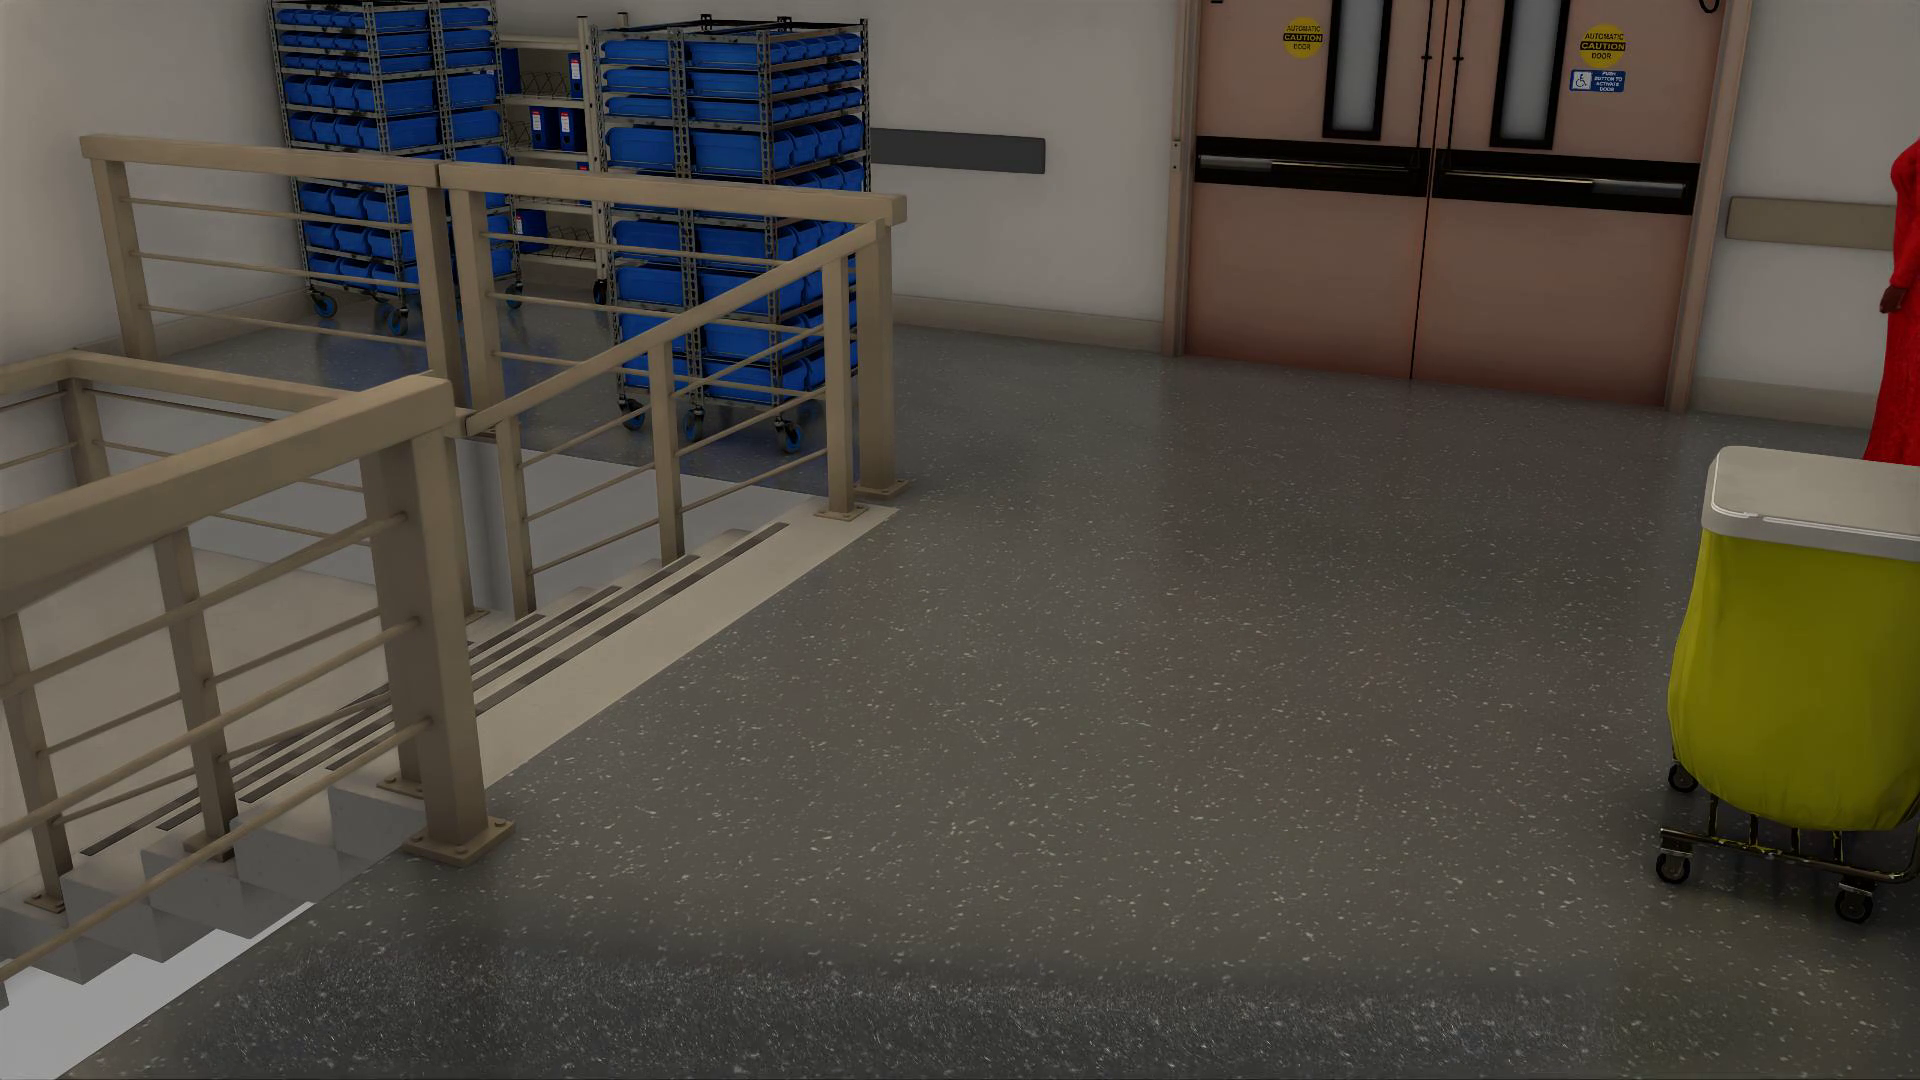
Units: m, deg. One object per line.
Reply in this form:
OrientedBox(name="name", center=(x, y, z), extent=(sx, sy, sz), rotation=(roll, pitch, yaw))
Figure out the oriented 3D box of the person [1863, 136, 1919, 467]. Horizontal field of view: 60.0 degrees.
OrientedBox(name="person", center=(3.495, -0.892, 5.996), extent=(0.720, 1.783, 0.738), rotation=(-18, 27, -40))
